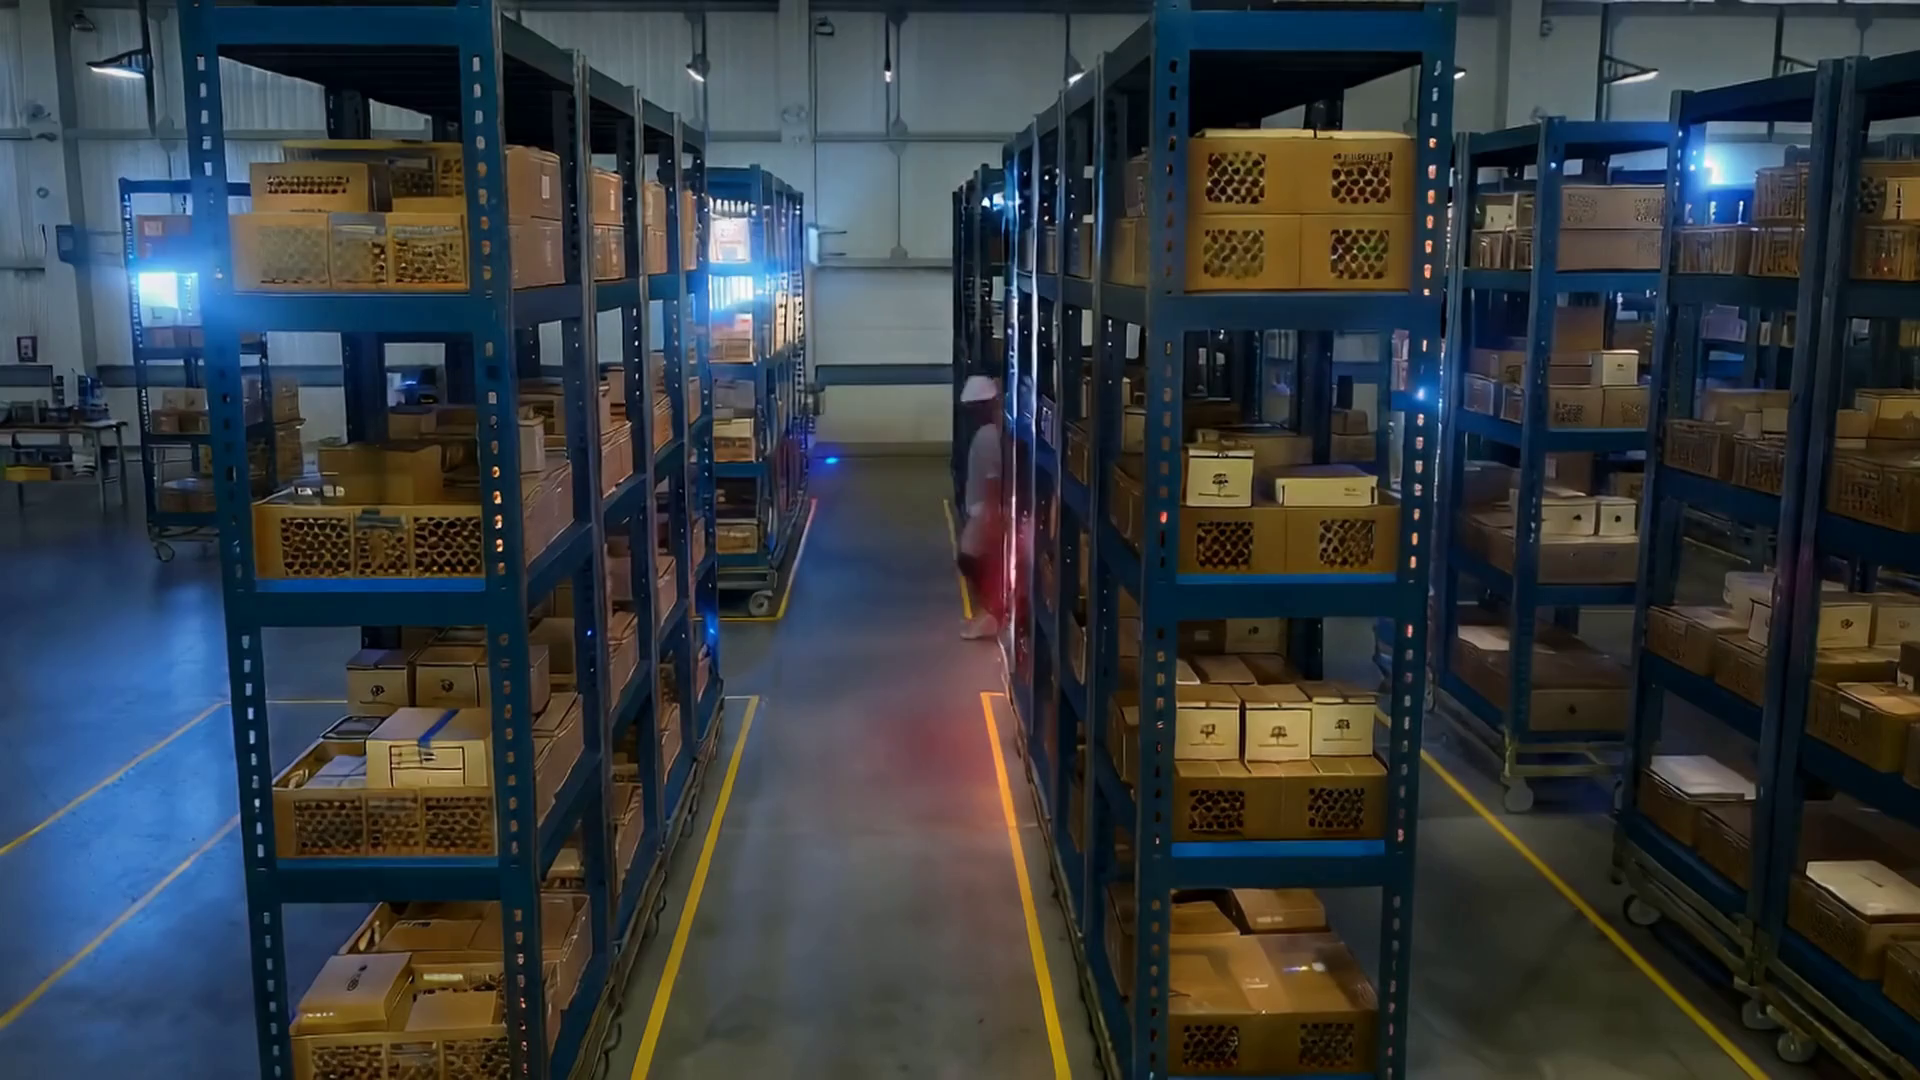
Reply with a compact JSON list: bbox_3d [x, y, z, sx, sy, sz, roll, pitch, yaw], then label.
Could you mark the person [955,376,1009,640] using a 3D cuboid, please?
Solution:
[{"bbox_3d":[0.146,-0.219,12.477,0.429,2.019,0.636,-1,10,-3],"label":"person"}]
